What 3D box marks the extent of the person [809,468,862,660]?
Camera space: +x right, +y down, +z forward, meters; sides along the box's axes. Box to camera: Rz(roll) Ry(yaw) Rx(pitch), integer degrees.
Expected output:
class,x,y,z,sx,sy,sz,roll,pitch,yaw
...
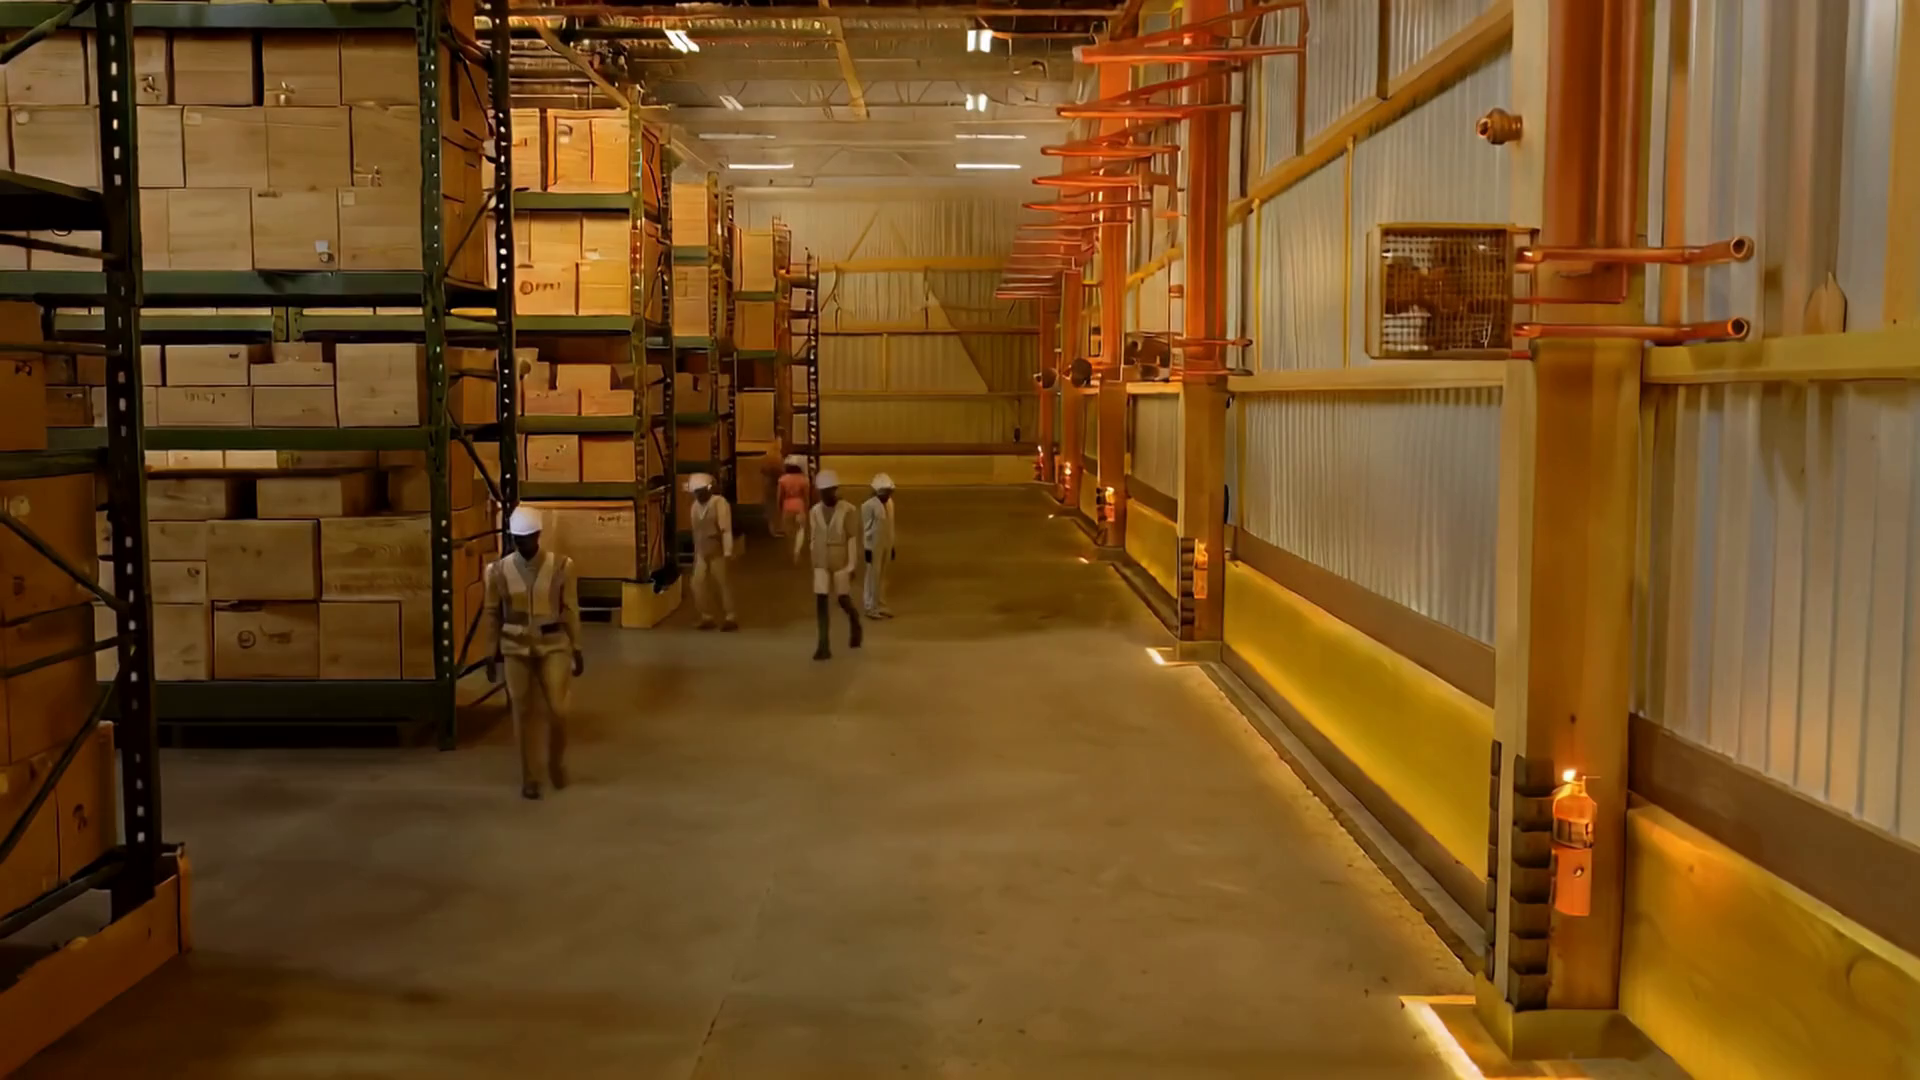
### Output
class,x,y,z,sx,sy,sz,roll,pitch,yaw
person,-1.257,0.228,16.783,0.556,1.920,0.735,2,5,20

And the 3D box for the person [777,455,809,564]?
class,x,y,z,sx,sy,sz,roll,pitch,yaw
person,-2.602,-0.468,25.943,0.500,1.726,0.573,0,5,-2

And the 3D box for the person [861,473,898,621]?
class,x,y,z,sx,sy,sz,roll,pitch,yaw
person,-0.925,0.078,19.566,0.353,1.742,0.563,4,6,35

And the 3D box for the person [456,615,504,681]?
class,x,y,z,sx,sy,sz,roll,pitch,yaw
person,-4.368,0.463,15.201,0.902,1.724,0.532,3,6,30

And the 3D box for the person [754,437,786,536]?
class,x,y,z,sx,sy,sz,roll,pitch,yaw
person,-3.515,-0.996,31.249,0.580,1.883,0.670,-2,5,-22

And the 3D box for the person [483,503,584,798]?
class,x,y,z,sx,sy,sz,roll,pitch,yaw
person,-2.805,0.723,10.923,0.646,1.935,0.430,-1,5,-9

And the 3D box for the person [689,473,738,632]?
class,x,y,z,sx,sy,sz,roll,pitch,yaw
person,-2.727,0.144,18.541,0.721,1.779,0.533,3,6,35
